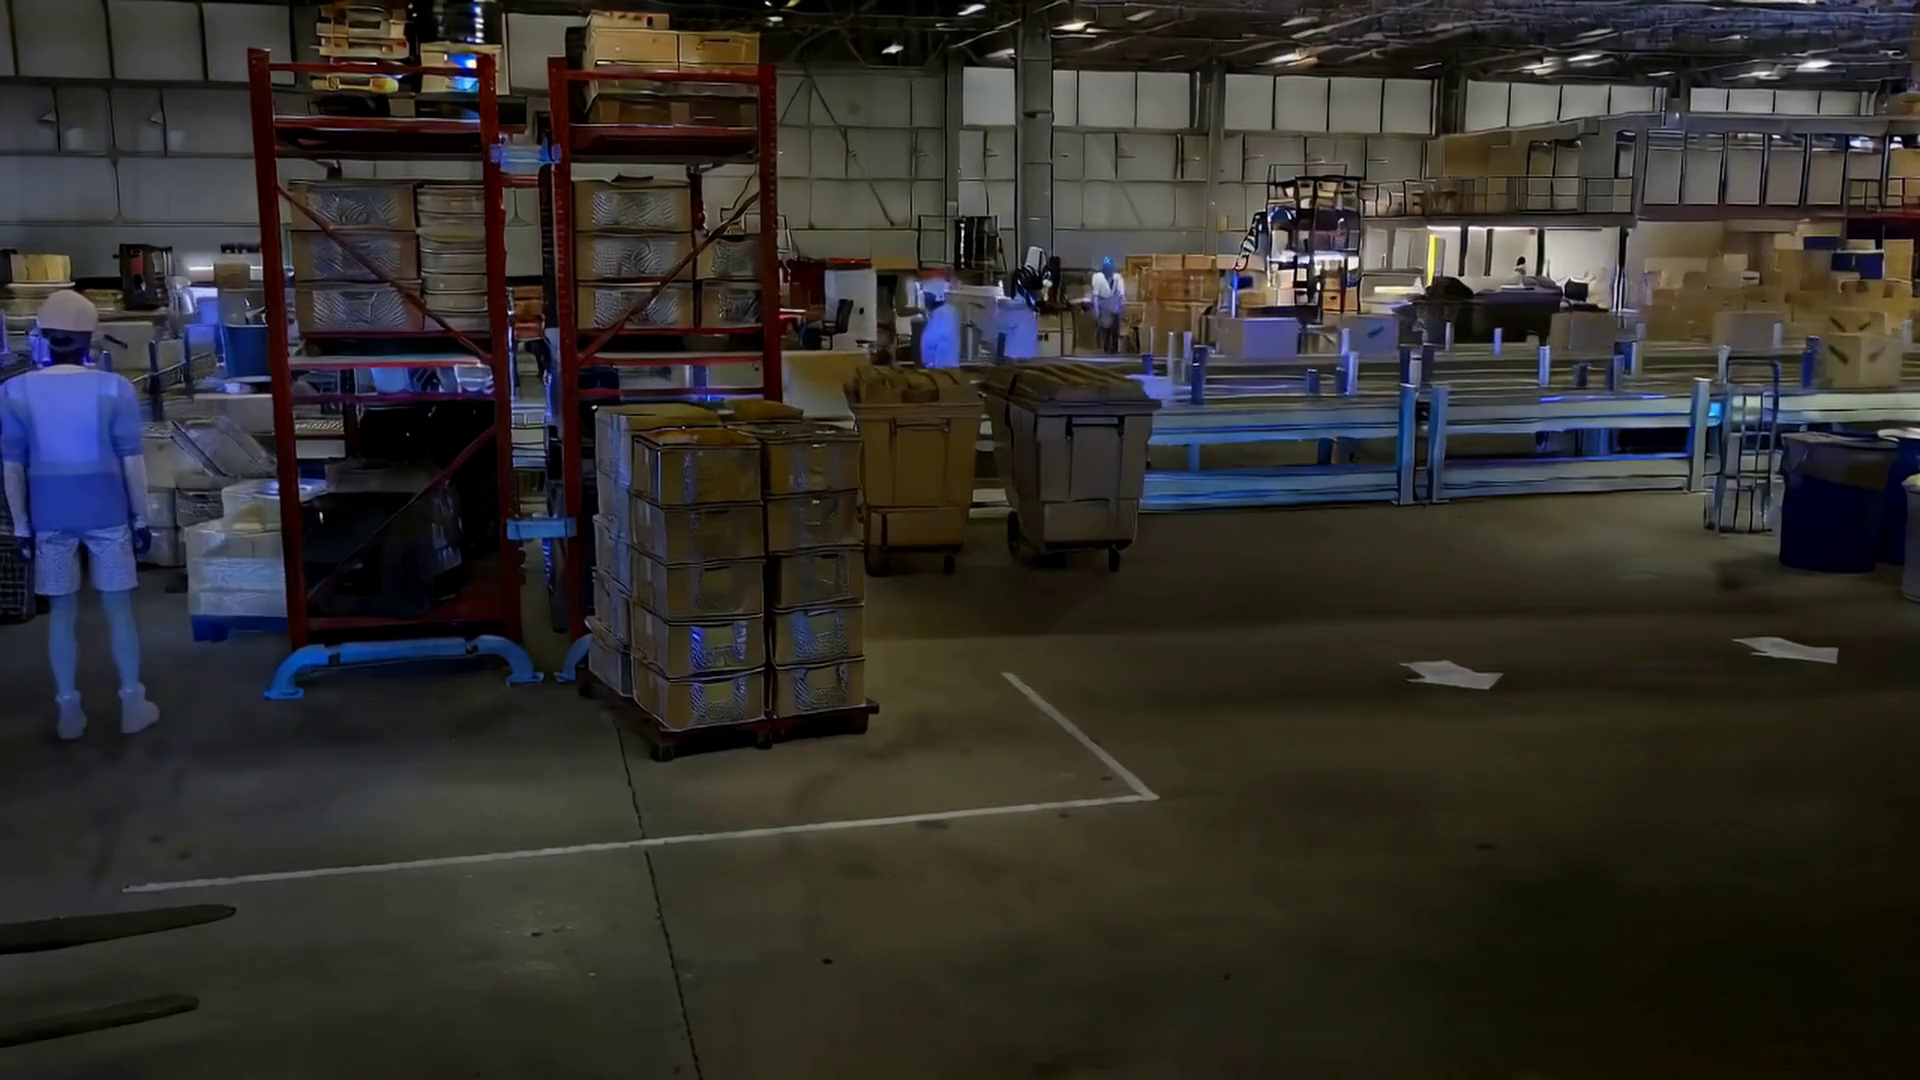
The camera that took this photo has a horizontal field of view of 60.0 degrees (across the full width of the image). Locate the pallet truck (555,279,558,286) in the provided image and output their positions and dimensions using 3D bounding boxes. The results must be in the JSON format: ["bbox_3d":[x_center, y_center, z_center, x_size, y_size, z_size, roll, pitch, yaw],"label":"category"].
[{"bbox_3d":[-10.604,-6.375,44.520,0.653,1.274,1.630,-3,10,-15],"label":"pallet truck"}]

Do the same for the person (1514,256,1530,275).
[{"bbox_3d":[16.713,-7.539,49.575,0.520,1.844,0.331,-1,10,-5],"label":"person"}]

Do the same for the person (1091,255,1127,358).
[{"bbox_3d":[2.654,-4.123,29.882,0.633,1.981,1.021,-2,10,-9],"label":"person"}]

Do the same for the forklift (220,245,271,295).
[{"bbox_3d":[-17.749,-6.334,41.440,1.157,1.987,2.680,-3,10,-17],"label":"forklift"}]

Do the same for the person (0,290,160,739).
[{"bbox_3d":[-3.823,-0.109,7.241,0.551,1.935,0.375,-4,11,-19],"label":"person"}]

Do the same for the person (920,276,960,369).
[{"bbox_3d":[-0.227,-1.813,17.223,0.431,1.818,0.614,-1,10,-8],"label":"person"}]

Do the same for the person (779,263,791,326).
[{"bbox_3d":[-4.053,-5.378,37.332,1.011,1.856,0.656,-1,10,-6],"label":"person"}]

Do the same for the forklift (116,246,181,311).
[{"bbox_3d":[-19.966,-6.232,40.894,1.157,1.987,2.680,-3,10,-15],"label":"forklift"}]
